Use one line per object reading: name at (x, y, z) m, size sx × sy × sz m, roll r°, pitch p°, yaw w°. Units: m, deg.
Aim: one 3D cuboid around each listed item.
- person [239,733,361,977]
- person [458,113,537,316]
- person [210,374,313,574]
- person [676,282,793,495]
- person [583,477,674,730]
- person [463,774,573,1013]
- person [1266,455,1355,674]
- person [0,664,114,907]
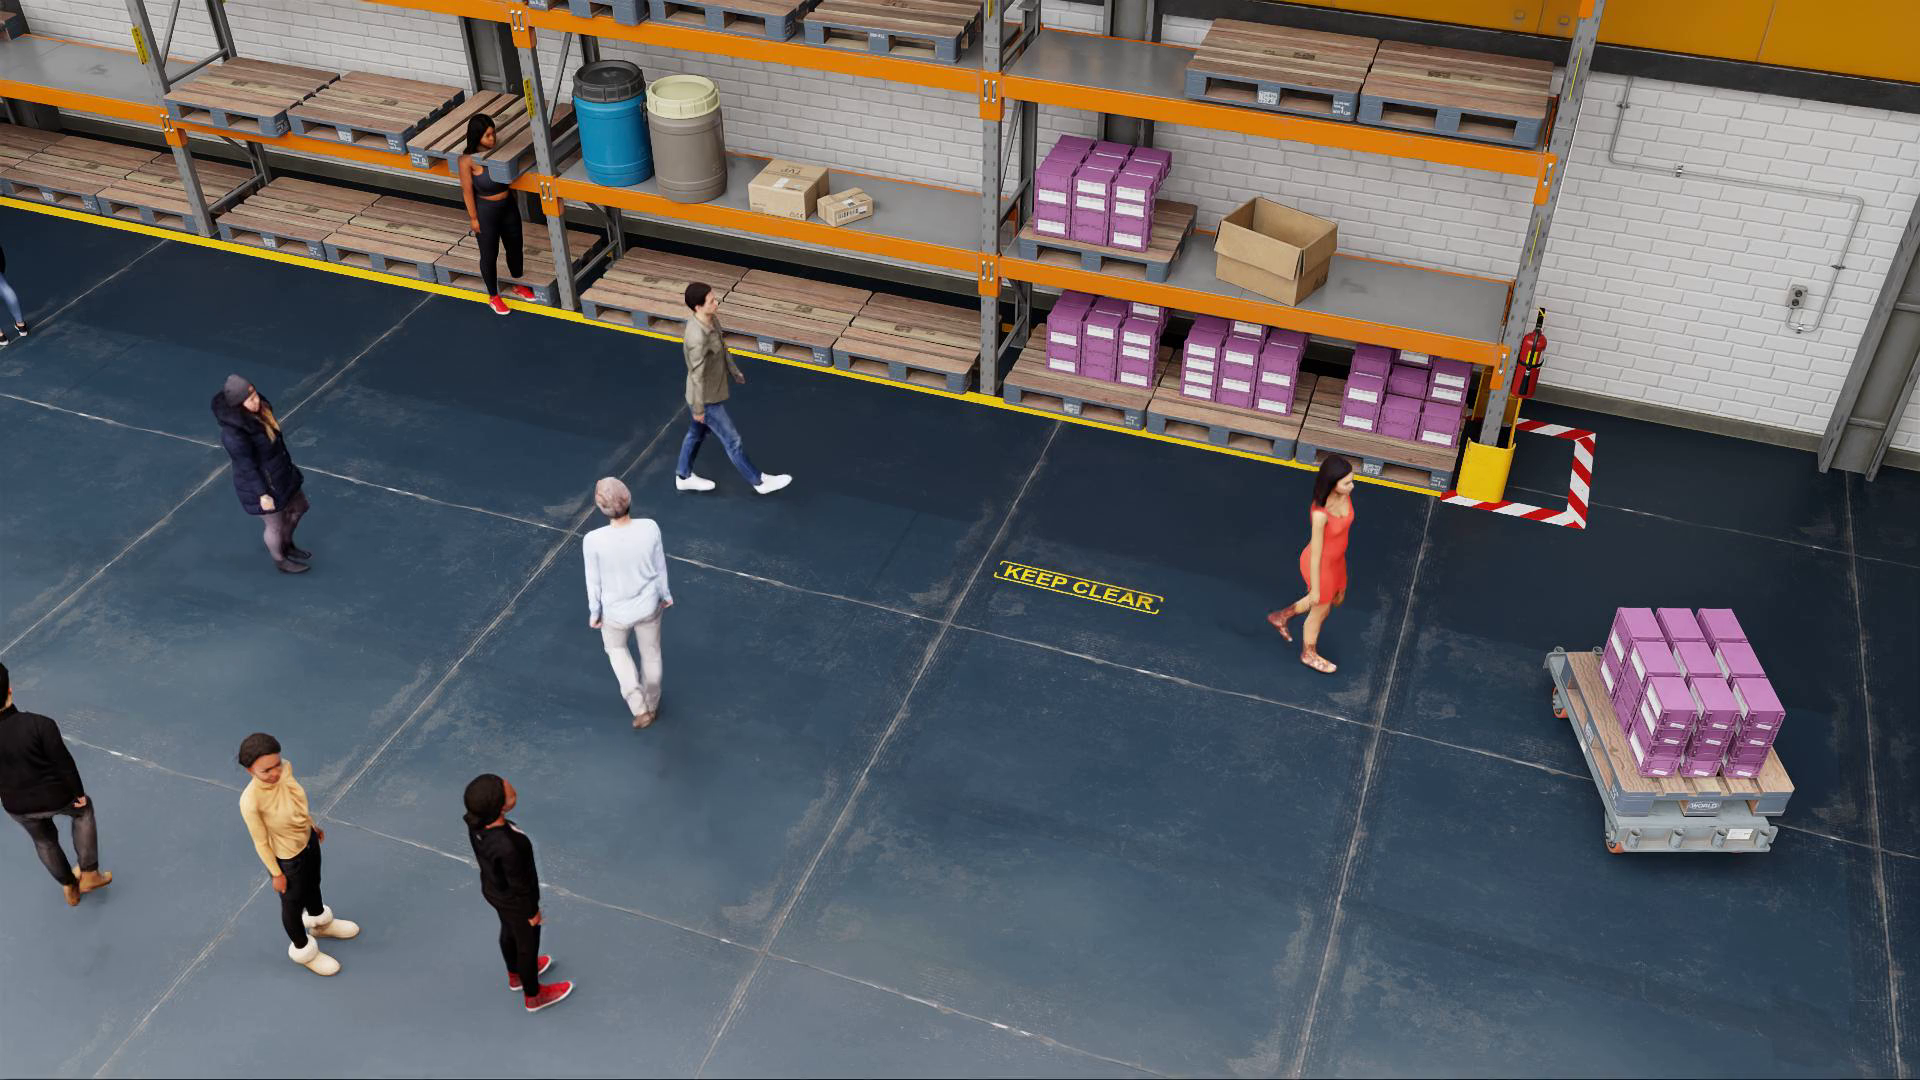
person at (-3.613, 1.665, 8.970) m, size 0.572 × 1.657 × 0.618 m, roll 7°, pitch 39°, yaw 8°
person at (-4.068, -2.870, 14.521) m, size 0.746 × 1.815 × 0.750 m, roll 30°, pitch 47°, yaw 32°
person at (-4.919, -0.439, 11.596) m, size 0.771 × 1.667 × 0.760 m, roll 1°, pitch 39°, yaw 1°
person at (-1.950, -1.071, 12.268) m, size 1.248 × 1.816 × 1.002 m, roll -2°, pitch 39°, yaw -2°
person at (-2.012, 0.475, 10.286) m, size 0.936 × 1.874 × 0.991 m, roll -14°, pitch 41°, yaw -16°
person at (-2.361, 1.852, 8.720) m, size 0.723 × 1.676 × 0.617 m, roll -27°, pitch 46°, yaw -30°
person at (2.292, 0.142, 10.838) m, size 0.812 × 1.705 × 0.668 m, roll 20°, pitch 43°, yaw 23°
person at (-5.134, 1.427, 9.224) m, size 0.738 × 1.711 × 0.827 m, roll -10°, pitch 40°, yaw -12°
